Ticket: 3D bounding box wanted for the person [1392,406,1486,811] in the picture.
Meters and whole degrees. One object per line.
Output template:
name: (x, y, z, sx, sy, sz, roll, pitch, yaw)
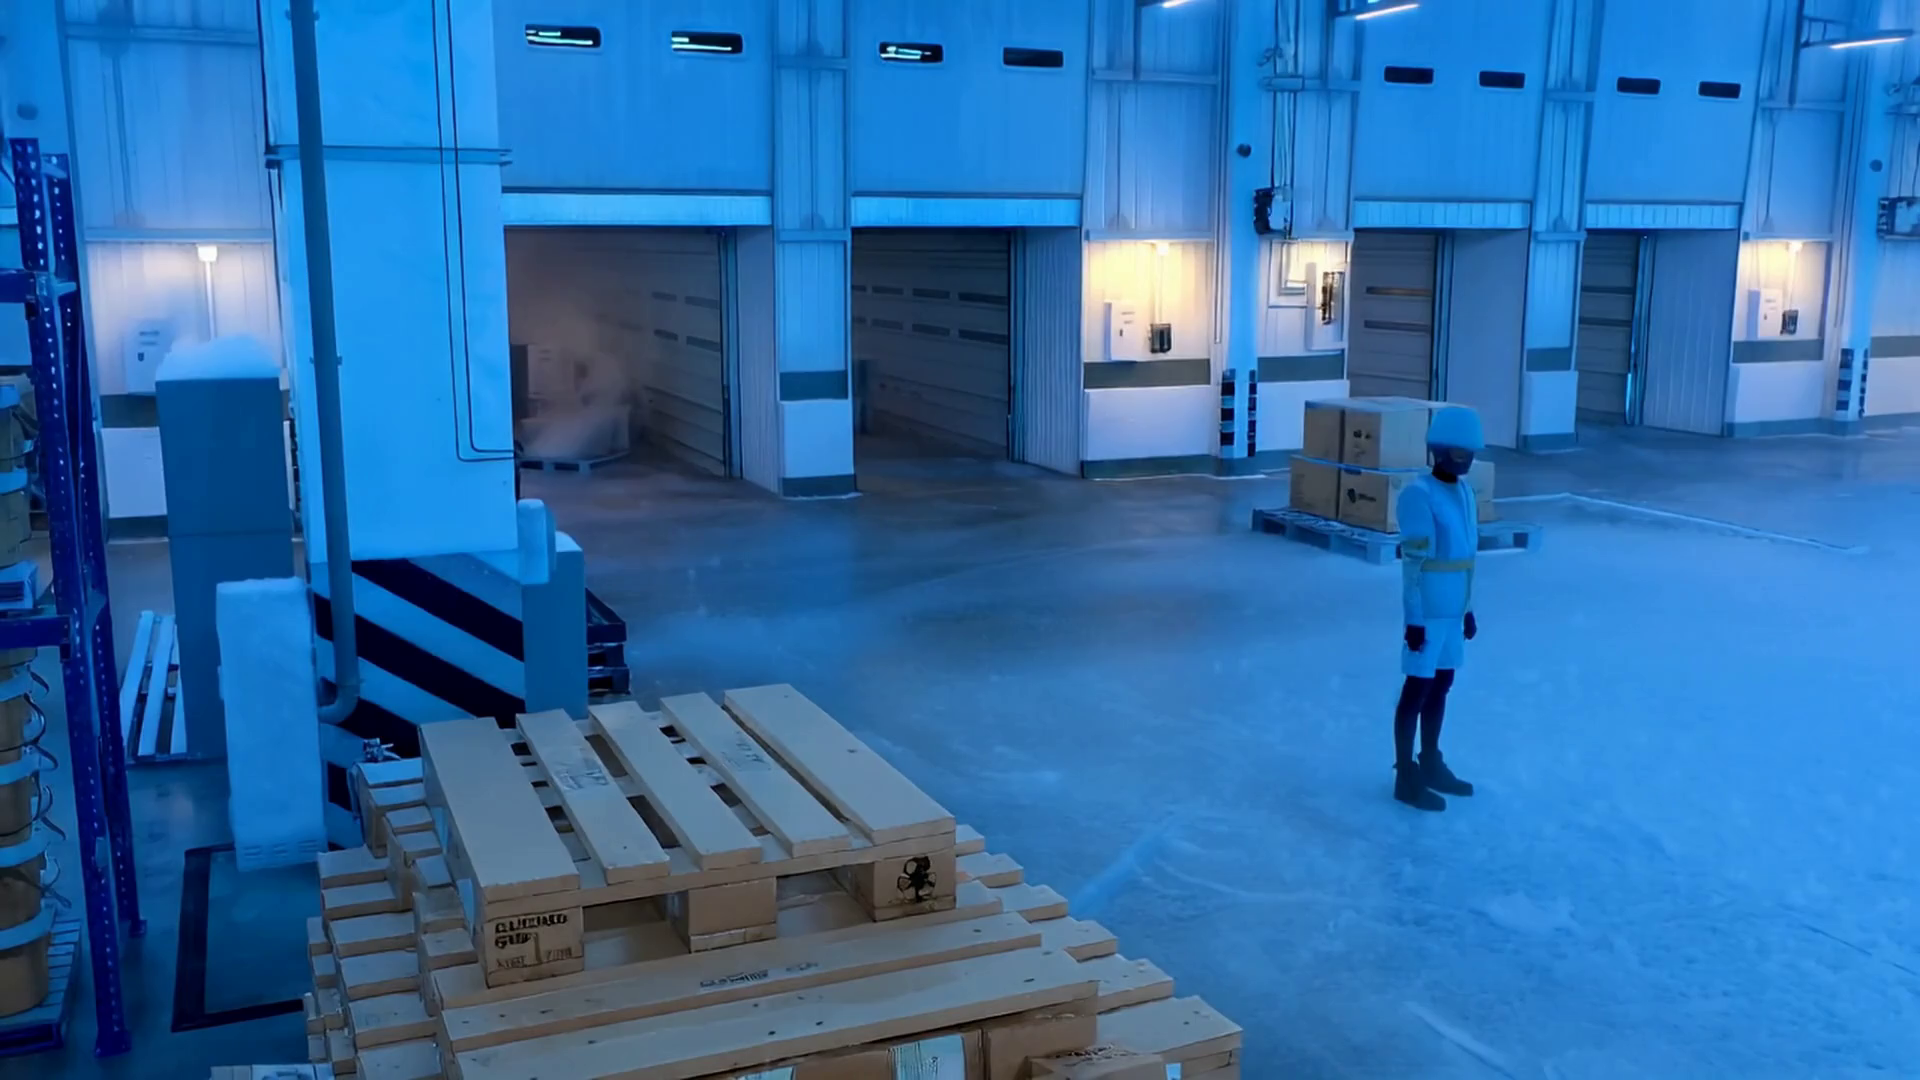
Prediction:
person: (2.322, 0.321, 8.018, 0.542, 1.938, 0.358, -10, 14, -43)
